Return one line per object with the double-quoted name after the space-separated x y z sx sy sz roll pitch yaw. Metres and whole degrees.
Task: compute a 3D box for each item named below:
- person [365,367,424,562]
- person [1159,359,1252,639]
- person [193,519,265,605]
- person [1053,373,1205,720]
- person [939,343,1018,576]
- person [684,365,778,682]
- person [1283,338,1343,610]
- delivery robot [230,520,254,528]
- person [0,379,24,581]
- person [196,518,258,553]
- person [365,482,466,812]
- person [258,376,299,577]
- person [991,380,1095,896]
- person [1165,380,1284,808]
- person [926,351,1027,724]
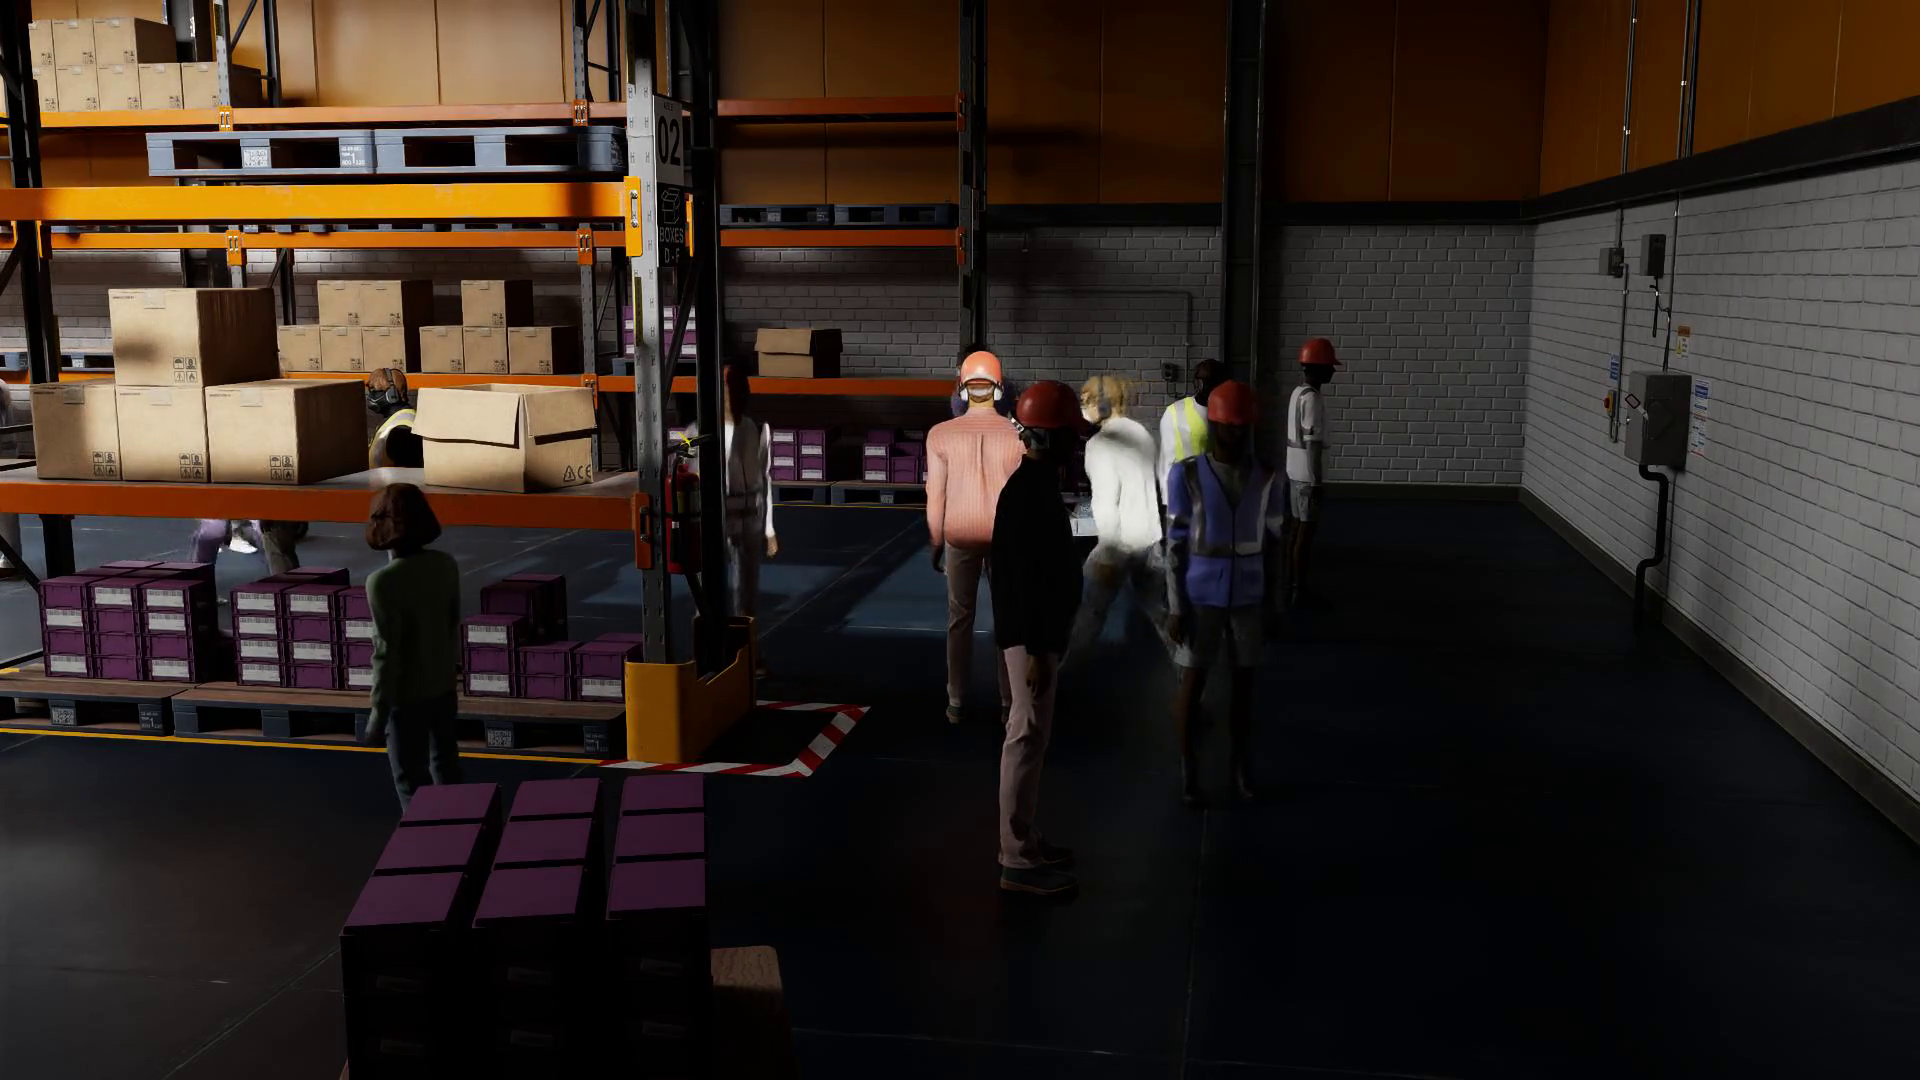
-3.435 -0.137 10.185 0.428 1.836 0.625 -4 10 -21 "person"
1.615 -0.261 10.912 0.626 1.847 0.429 -1 9 -6 "person"
-5.147 -0.434 11.961 1.004 1.854 0.647 2 9 11 "person"
0.871 0.042 8.961 1.043 1.869 0.692 6 11 34 "person"
0.269 -0.581 12.845 1.006 1.881 0.667 7 12 39 "person"
-1.328 -0.078 9.663 0.580 1.882 0.351 -8 12 -41 "person"
2.534 -0.474 11.944 0.363 1.935 0.553 0 9 1 "person"
-6.288 -0.301 14.857 0.707 0.478 0.477 -7 12 -39 "delivery robot"
-7.549 -0.616 12.990 0.339 1.882 0.584 -4 10 -24 "person"
-6.306 -0.776 14.129 0.751 1.835 0.500 7 11 36 "person"
-2.038 0.597 6.237 0.265 1.632 0.507 3 10 17 "person"
-4.535 -0.254 10.937 0.403 1.822 0.589 -3 10 -17 "person"
0.319 0.372 6.521 0.396 1.992 0.623 0 9 3 "person"
1.190 0.246 7.480 0.543 1.938 0.372 -1 9 -7 "person"
0.126 -0.004 8.856 0.611 1.994 0.377 1 9 4 "person"
